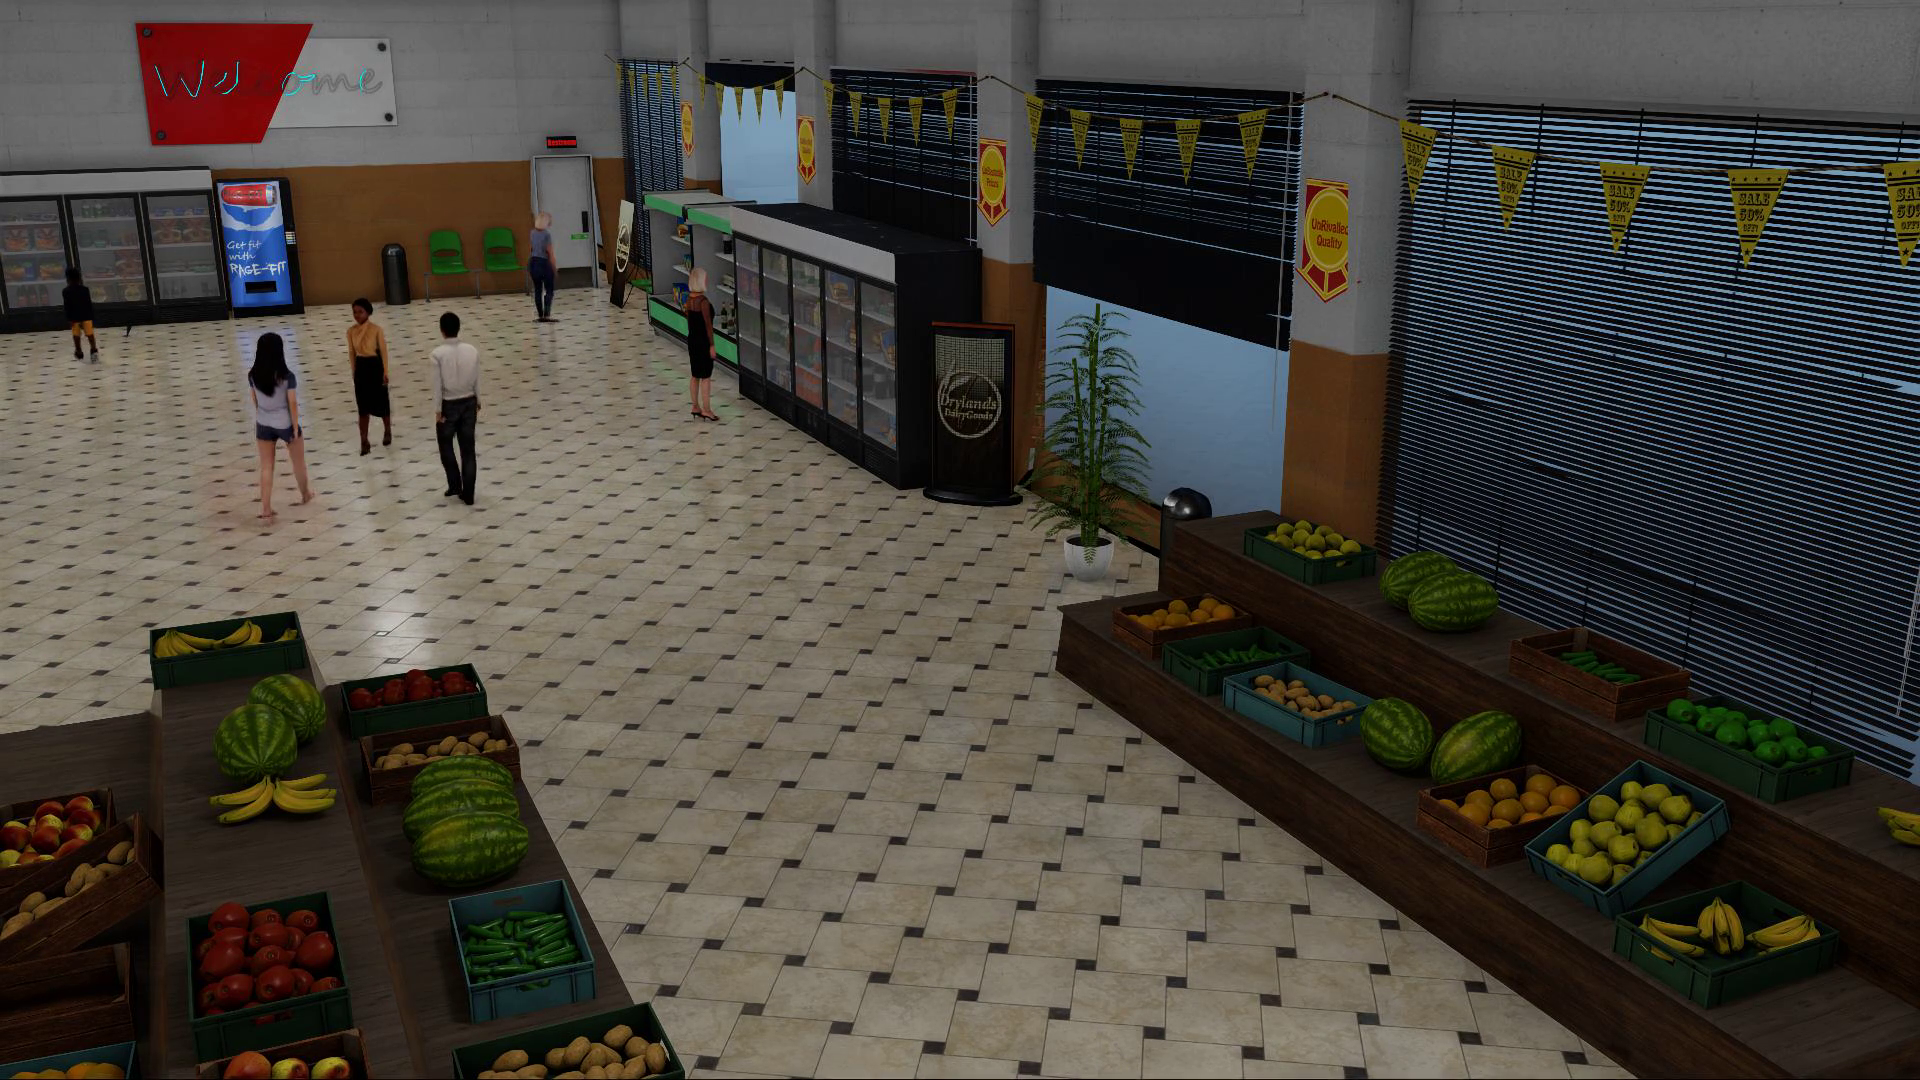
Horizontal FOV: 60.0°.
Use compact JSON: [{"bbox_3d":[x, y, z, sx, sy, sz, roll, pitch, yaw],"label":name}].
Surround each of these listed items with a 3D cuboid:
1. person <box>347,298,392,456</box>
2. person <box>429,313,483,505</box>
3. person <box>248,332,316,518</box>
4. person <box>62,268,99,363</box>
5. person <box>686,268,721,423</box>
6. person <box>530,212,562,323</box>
[{"bbox_3d":[-6.172,-1.713,17.538,0.838,1.610,1.088,-1,17,-3],"label":"person"},{"bbox_3d":[-4.664,-1.208,15.552,0.705,1.797,0.694,-11,20,-31],"label":"person"},{"bbox_3d":[-6.252,-1.002,15.109,0.874,1.660,1.183,-1,17,-3],"label":"person"},{"bbox_3d":[-11.860,-3.023,22.464,0.657,1.254,0.915,-14,22,-38],"label":"person"},{"bbox_3d":[-2.968,-2.235,19.019,0.706,1.748,0.534,-14,22,-38],"label":"person"},{"bbox_3d":[-6.452,-4.183,25.528,0.767,1.692,0.868,4,17,12],"label":"person"}]
